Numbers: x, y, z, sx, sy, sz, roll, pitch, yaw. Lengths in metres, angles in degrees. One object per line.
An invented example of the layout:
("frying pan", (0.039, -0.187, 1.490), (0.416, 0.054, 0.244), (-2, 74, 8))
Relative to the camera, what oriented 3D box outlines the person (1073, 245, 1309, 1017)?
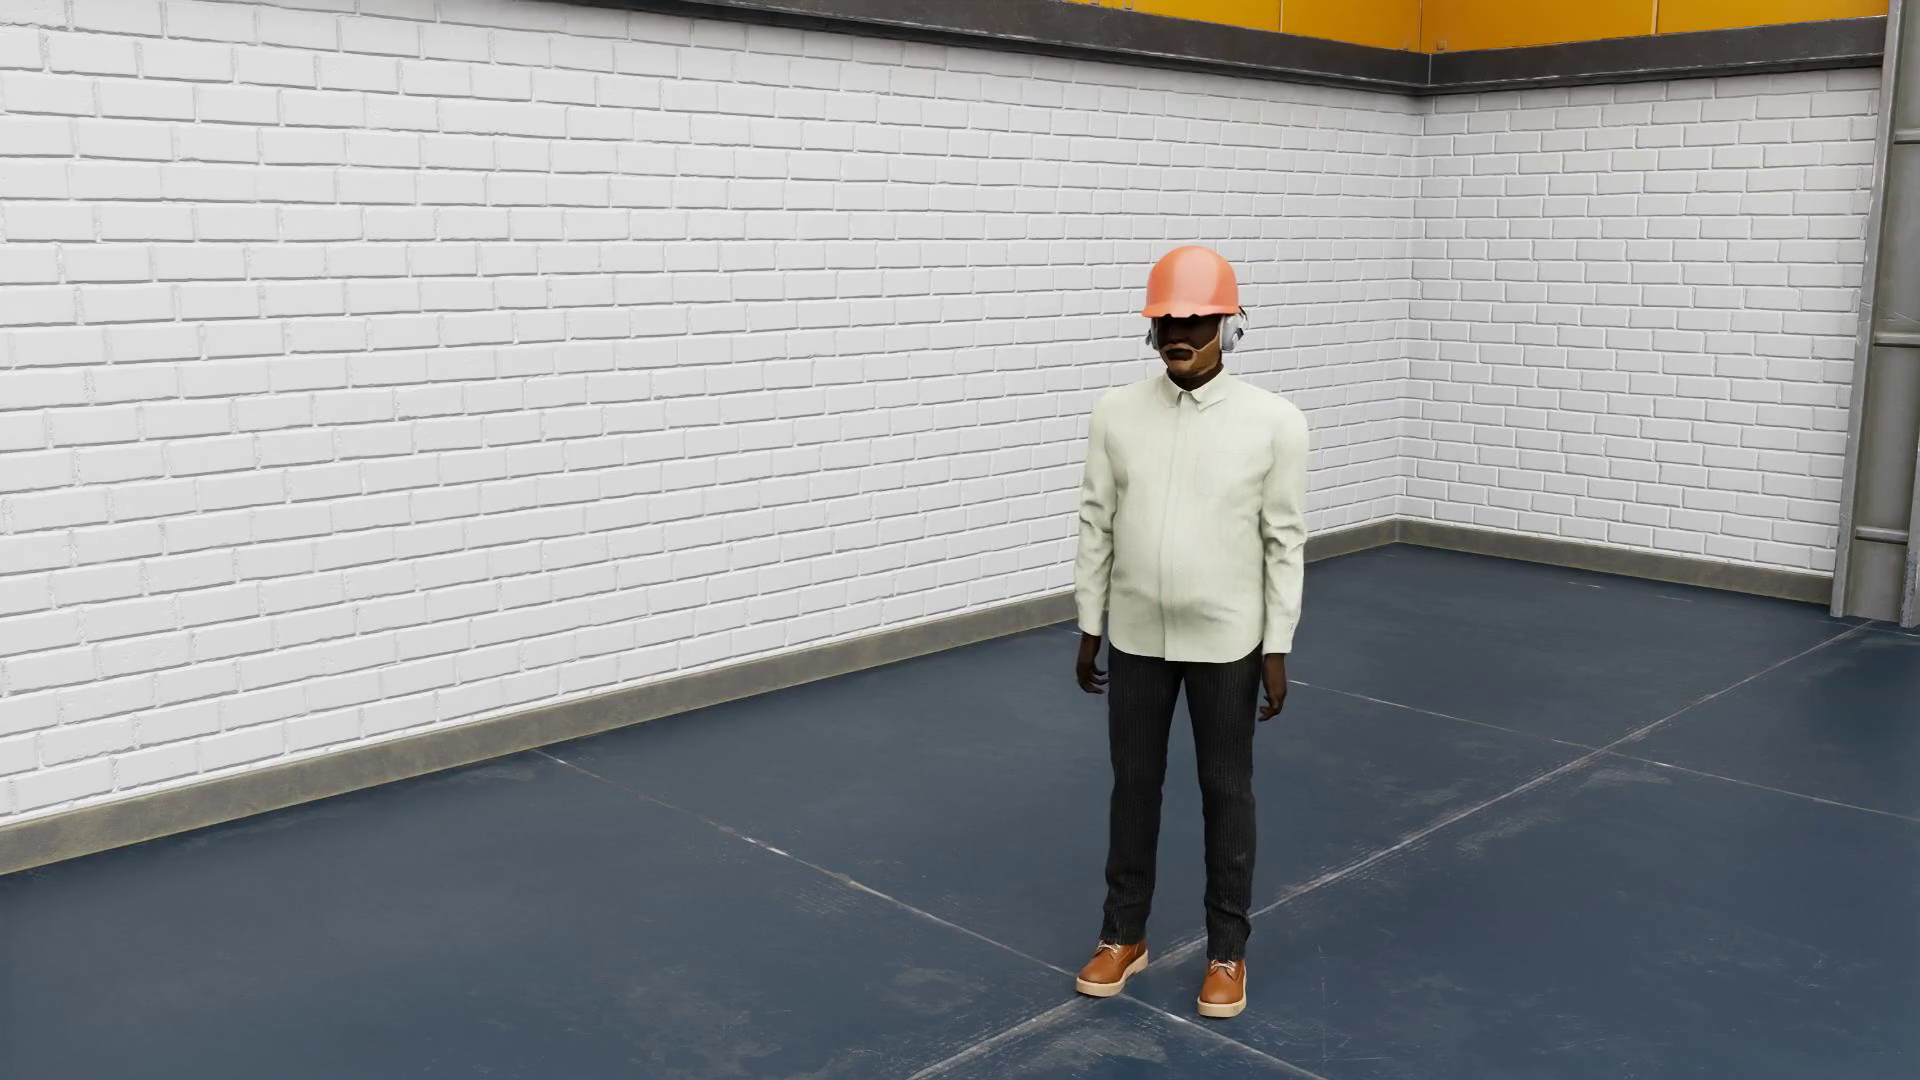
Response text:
("person", (0.584, 0.243, 4.345), (0.611, 1.995, 0.375), (4, 11, 22))
